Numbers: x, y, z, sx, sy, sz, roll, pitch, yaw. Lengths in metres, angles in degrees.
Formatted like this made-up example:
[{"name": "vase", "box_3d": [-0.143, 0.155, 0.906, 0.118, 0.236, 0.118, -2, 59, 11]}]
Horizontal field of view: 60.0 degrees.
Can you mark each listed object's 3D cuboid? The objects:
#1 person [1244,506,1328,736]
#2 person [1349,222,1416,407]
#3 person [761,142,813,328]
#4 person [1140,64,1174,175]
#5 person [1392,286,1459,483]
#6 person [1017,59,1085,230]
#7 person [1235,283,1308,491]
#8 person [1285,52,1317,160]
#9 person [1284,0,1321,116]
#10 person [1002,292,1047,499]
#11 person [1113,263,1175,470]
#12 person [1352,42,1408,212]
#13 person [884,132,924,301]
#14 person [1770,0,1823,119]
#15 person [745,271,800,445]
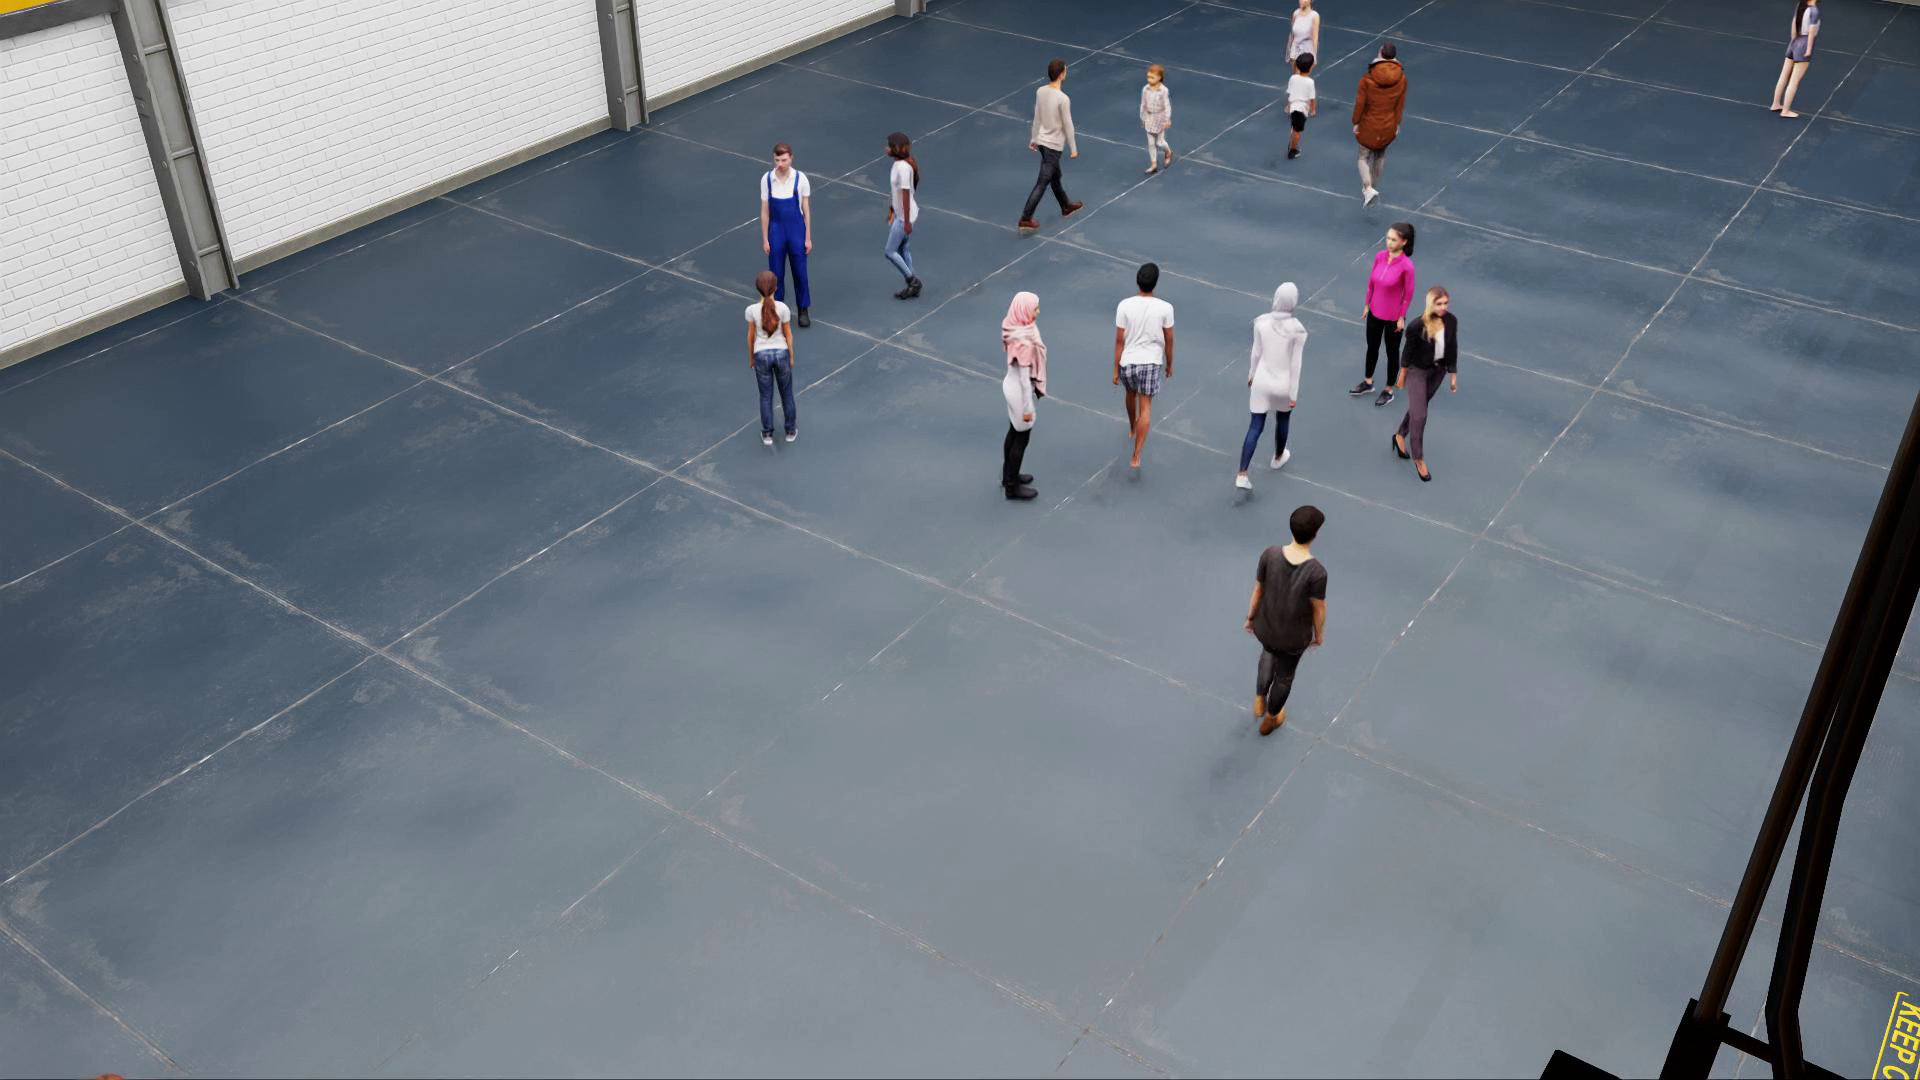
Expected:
[{"name": "person", "box_3d": [2.067, 0.570, 10.782, 0.644, 1.702, 0.562, 22, 39, 29]}, {"name": "person", "box_3d": [3.770, -1.999, 14.649, 0.641, 1.699, 0.647, -24, 41, -32]}, {"name": "person", "box_3d": [-1.648, -2.929, 15.912, 0.725, 1.849, 0.755, 0, 34, -1]}, {"name": "person", "box_3d": [2.326, -4.934, 19.430, 0.559, 1.294, 0.671, 21, 39, 28]}, {"name": "person", "box_3d": [3.784, -1.369, 13.751, 0.932, 1.643, 0.927, -13, 36, -19]}, {"name": "person", "box_3d": [0.911, -4.183, 17.822, 1.283, 1.822, 0.971, -23, 40, -30]}, {"name": "person", "box_3d": [2.476, -1.187, 13.391, 0.666, 1.739, 1.143, 18, 38, 25]}, {"name": "person", "box_3d": [4.010, -5.146, 19.791, 0.520, 1.248, 0.552, 27, 42, 35]}, {"name": "person", "box_3d": [4.384, -6.174, 21.018, 0.665, 1.601, 0.664, -22, 40, -30]}, {"name": "person", "box_3d": [0.468, -1.157, 13.290, 0.776, 1.801, 0.718, -6, 34, -9]}, {"name": "person", "box_3d": [1.485, -1.391, 13.748, 0.940, 1.684, 1.221, 7, 34, 10]}, {"name": "person", "box_3d": [4.619, -4.523, 18.339, 1.067, 1.817, 1.165, -2, 34, -2]}, {"name": "person", "box_3d": [-0.478, -3.181, 16.418, 0.793, 1.708, 0.731, -7, 34, -10]}, {"name": "person", "box_3d": [10.598, -6.197, 21.009, 0.725, 1.650, 0.652, -4, 34, -5]}, {"name": "person", "box_3d": [-1.597, -1.558, 14.109, 0.621, 1.562, 0.673, -4, 34, -5]}]
